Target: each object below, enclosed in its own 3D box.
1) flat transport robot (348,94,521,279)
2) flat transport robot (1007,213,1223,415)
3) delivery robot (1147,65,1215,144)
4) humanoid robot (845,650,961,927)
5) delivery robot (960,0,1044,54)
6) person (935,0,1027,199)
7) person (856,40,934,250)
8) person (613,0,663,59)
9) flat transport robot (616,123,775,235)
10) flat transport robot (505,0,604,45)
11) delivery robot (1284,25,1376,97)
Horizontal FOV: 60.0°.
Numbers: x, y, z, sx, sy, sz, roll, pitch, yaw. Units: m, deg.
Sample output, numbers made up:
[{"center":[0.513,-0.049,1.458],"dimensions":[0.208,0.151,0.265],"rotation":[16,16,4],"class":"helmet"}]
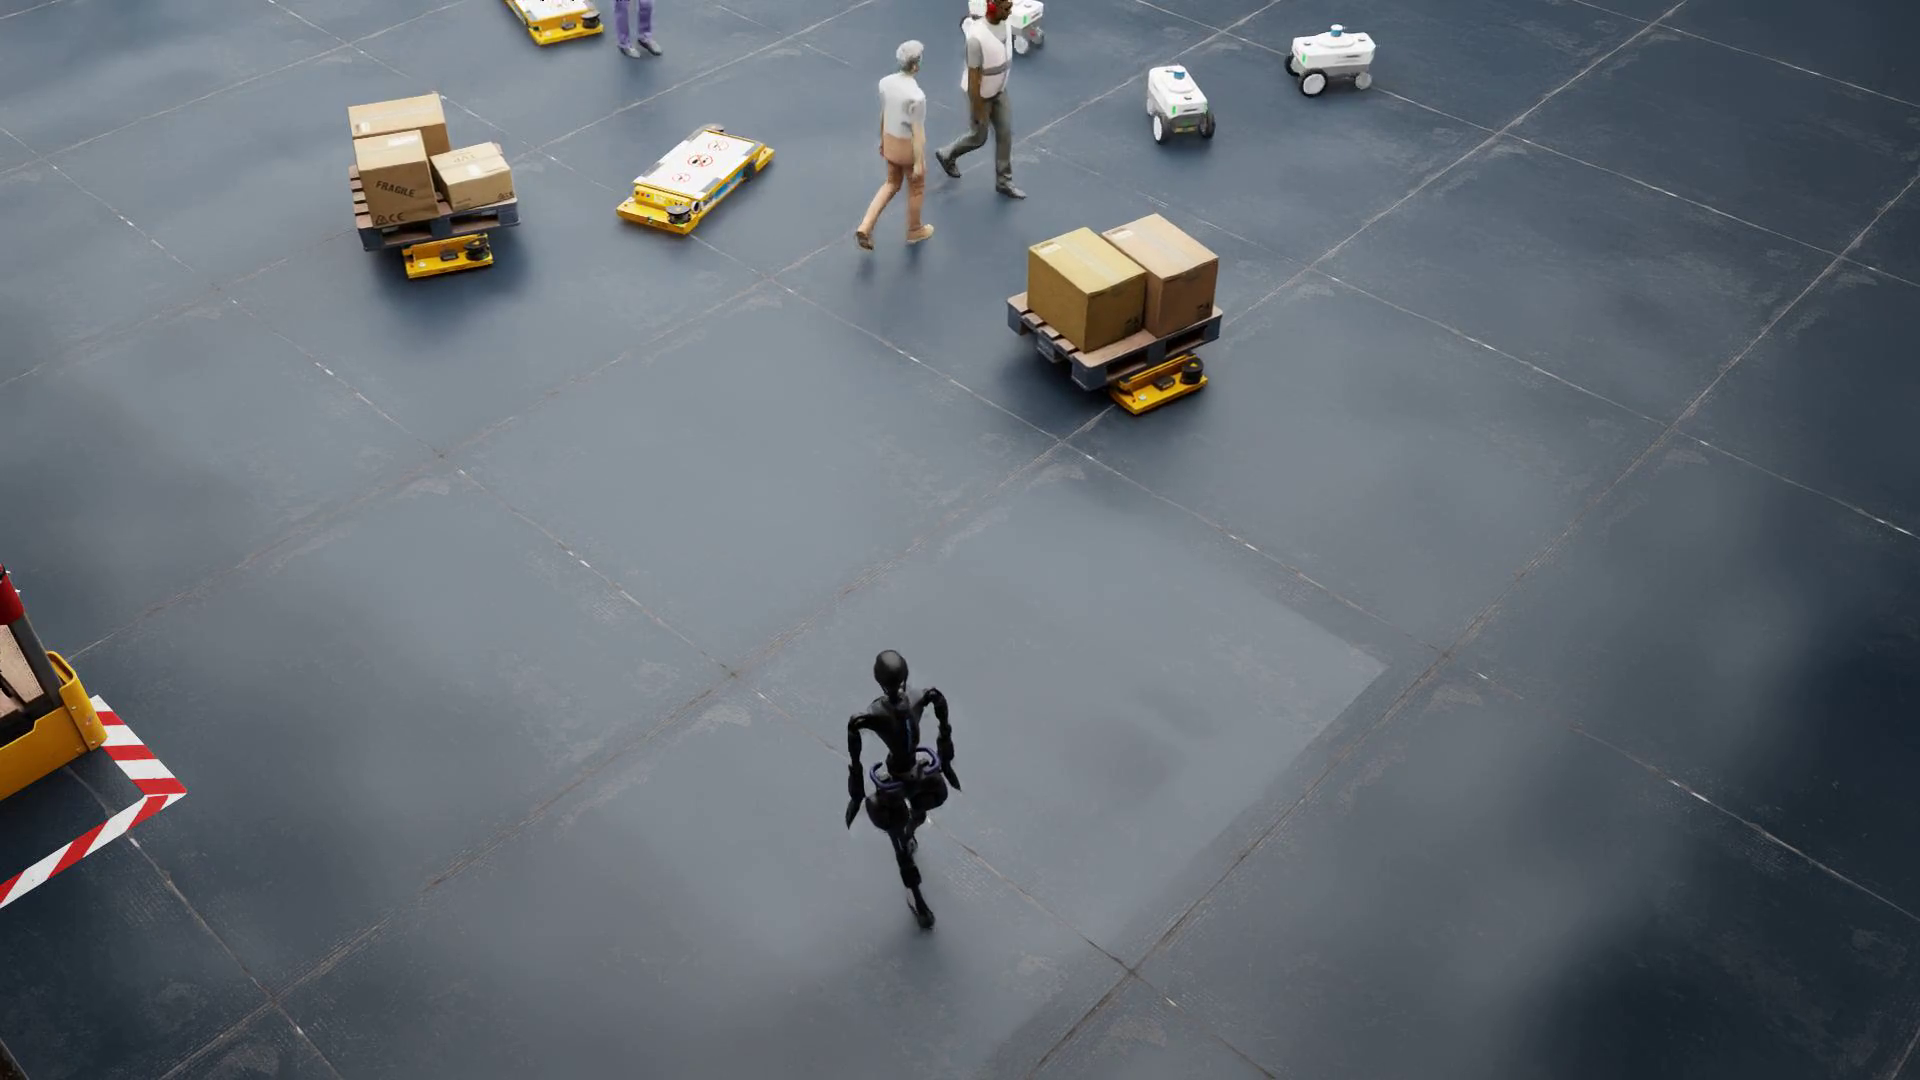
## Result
[{"center":[-4.195,-2.591,13.406],"dimensions":[0.659,0.231,1.431],"rotation":[-13,44,-14],"class":"flat transport robot"},{"center":[1.102,-1.437,12.123],"dimensions":[0.659,0.231,1.431],"rotation":[-24,47,-24],"class":"flat transport robot"},{"center":[1.908,-3.848,14.583],"dimensions":[0.499,0.585,0.765],"rotation":[-9,43,-10],"class":"delivery robot"},{"center":[-0.308,1.171,8.198],"dimensions":[0.612,1.629,0.750],"rotation":[-20,46,-21],"class":"humanoid robot"},{"center":[0.419,-5.020,15.905],"dimensions":[0.814,0.612,0.499],"rotation":[27,48,26],"class":"delivery robot"},{"center":[0.176,-3.640,13.425],"dimensions":[0.776,1.811,0.606],"rotation":[24,47,24],"class":"person"},{"center":[-0.493,-2.977,12.755],"dimensions":[0.499,1.721,0.655],"rotation":[34,52,32],"class":"person"},{"center":[-3.105,-5.235,15.197],"dimensions":[0.519,1.802,0.573],"rotation":[32,51,30],"class":"person"},{"center":[-2.196,-3.031,13.895],"dimensions":[0.659,0.231,1.431],"rotation":[18,45,19],"class":"flat transport robot"},{"center":[-4.067,-5.296,16.412],"dimensions":[0.659,0.231,1.431],"rotation":[-20,46,-21],"class":"flat transport robot"},{"center":[3.392,-4.411,15.205],"dimensions":[0.768,0.581,0.499],"rotation":[-6,42,-7],"class":"delivery robot"}]
